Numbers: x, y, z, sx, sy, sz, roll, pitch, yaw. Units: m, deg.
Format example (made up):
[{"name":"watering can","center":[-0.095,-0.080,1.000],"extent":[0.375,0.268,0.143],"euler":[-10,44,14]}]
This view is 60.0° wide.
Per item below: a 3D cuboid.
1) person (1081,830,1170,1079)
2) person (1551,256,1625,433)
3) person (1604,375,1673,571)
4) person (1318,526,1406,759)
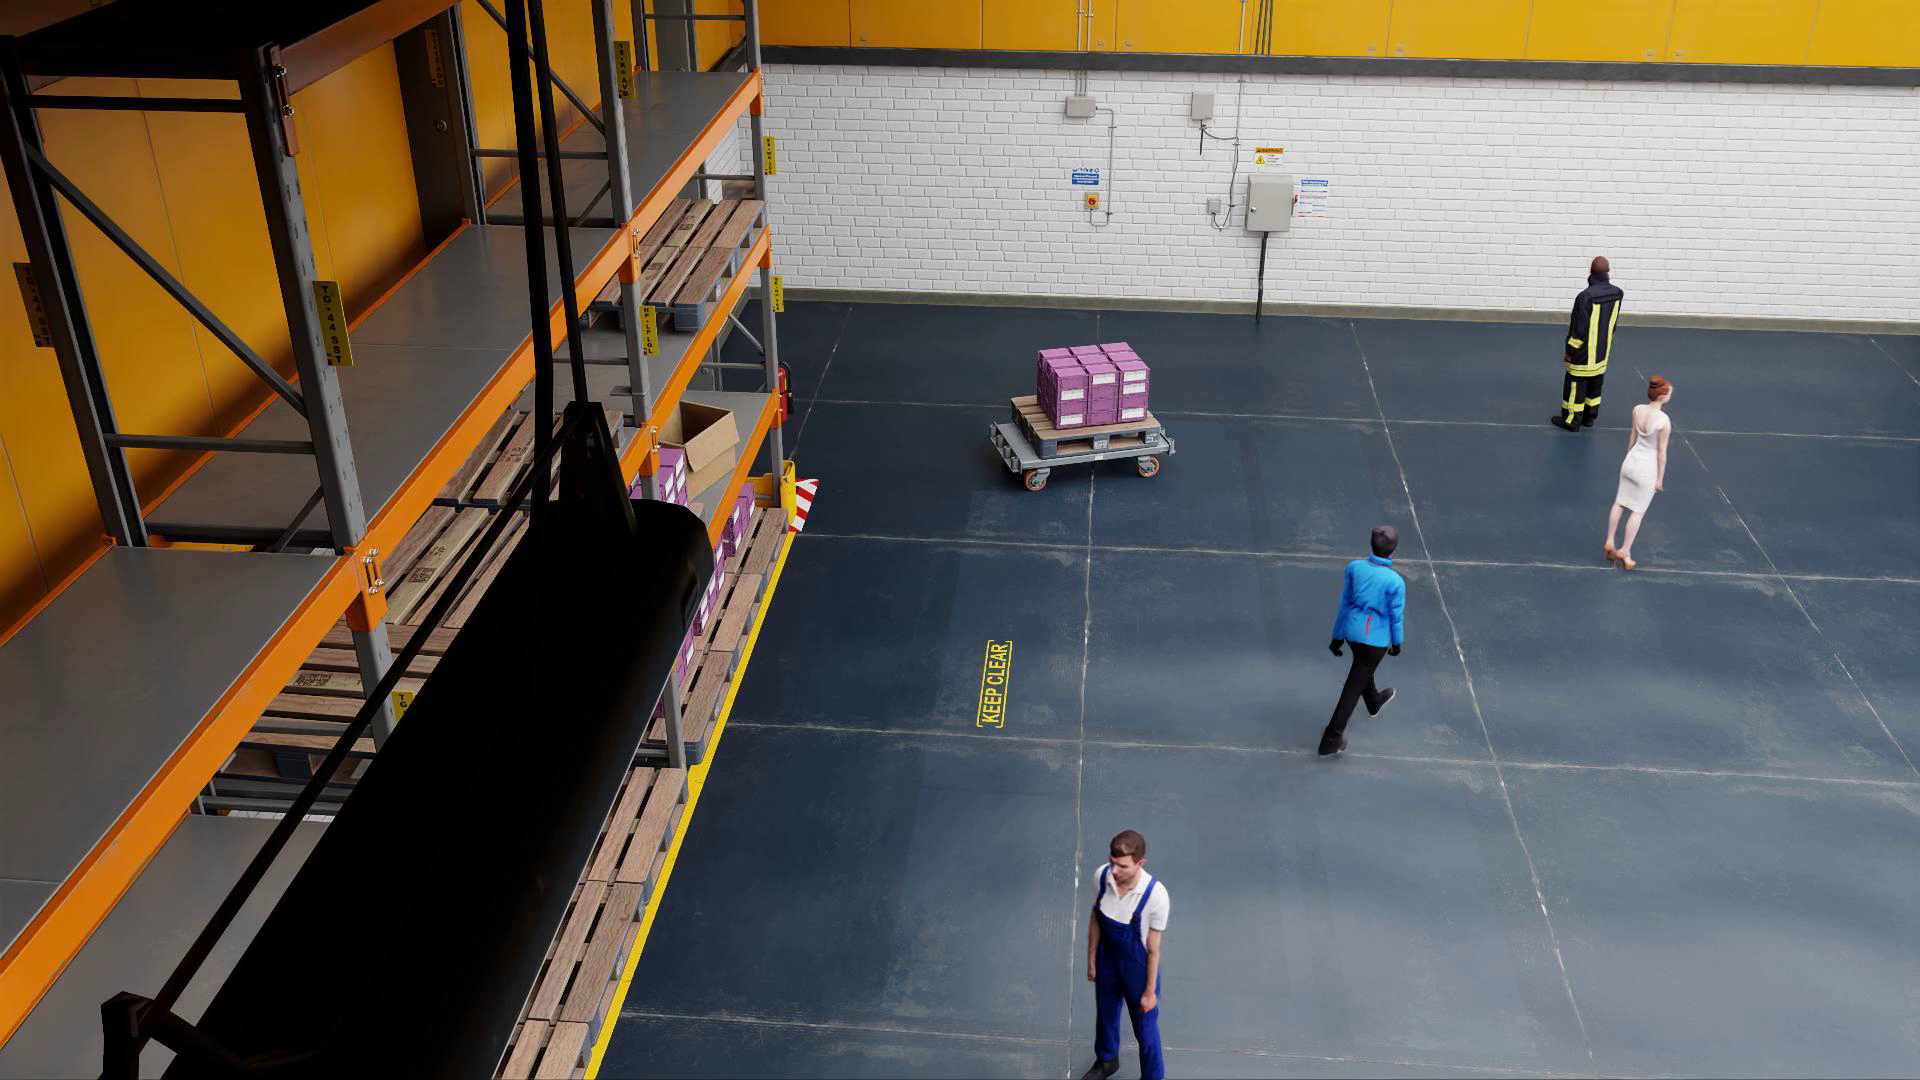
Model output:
[{"name":"person","center":[0.907,2.280,8.928],"extent":[0.725,1.841,0.758],"euler":[21,35,33]},{"name":"person","center":[6.361,-1.990,16.779],"extent":[0.856,1.820,0.861],"euler":[-13,31,-22]},{"name":"person","center":[5.799,-0.577,14.217],"extent":[0.697,1.791,0.574],"euler":[-11,31,-19]},{"name":"person","center":[2.823,0.766,11.816],"extent":[1.215,1.733,1.142],"euler":[-24,37,-36]}]
